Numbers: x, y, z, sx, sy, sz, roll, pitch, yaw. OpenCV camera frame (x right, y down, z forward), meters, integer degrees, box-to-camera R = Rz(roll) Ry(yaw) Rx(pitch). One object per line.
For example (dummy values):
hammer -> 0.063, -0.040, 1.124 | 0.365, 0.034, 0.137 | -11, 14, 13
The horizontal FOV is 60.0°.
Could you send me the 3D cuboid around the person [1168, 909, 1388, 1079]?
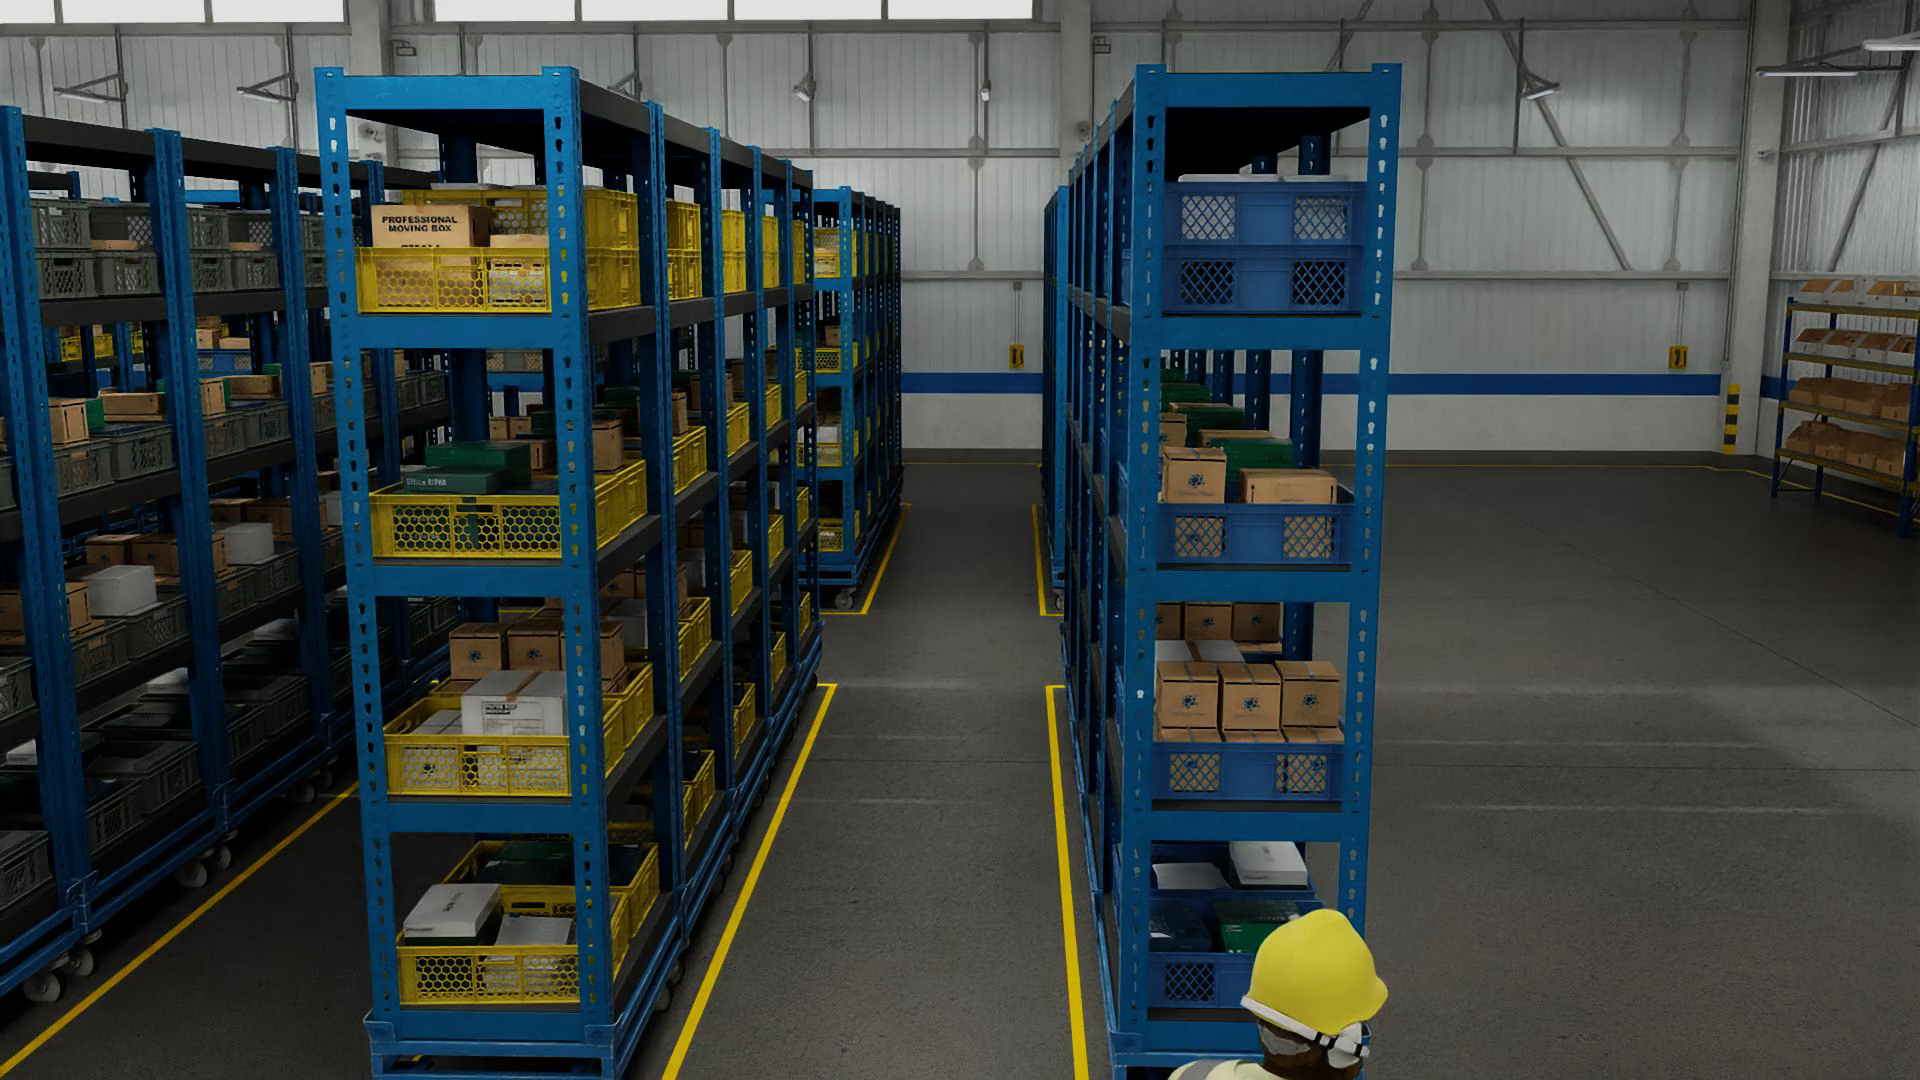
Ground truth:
person -> 0.652, 1.589, 3.181 | 0.588, 1.835, 0.403 | 9, 13, 42
